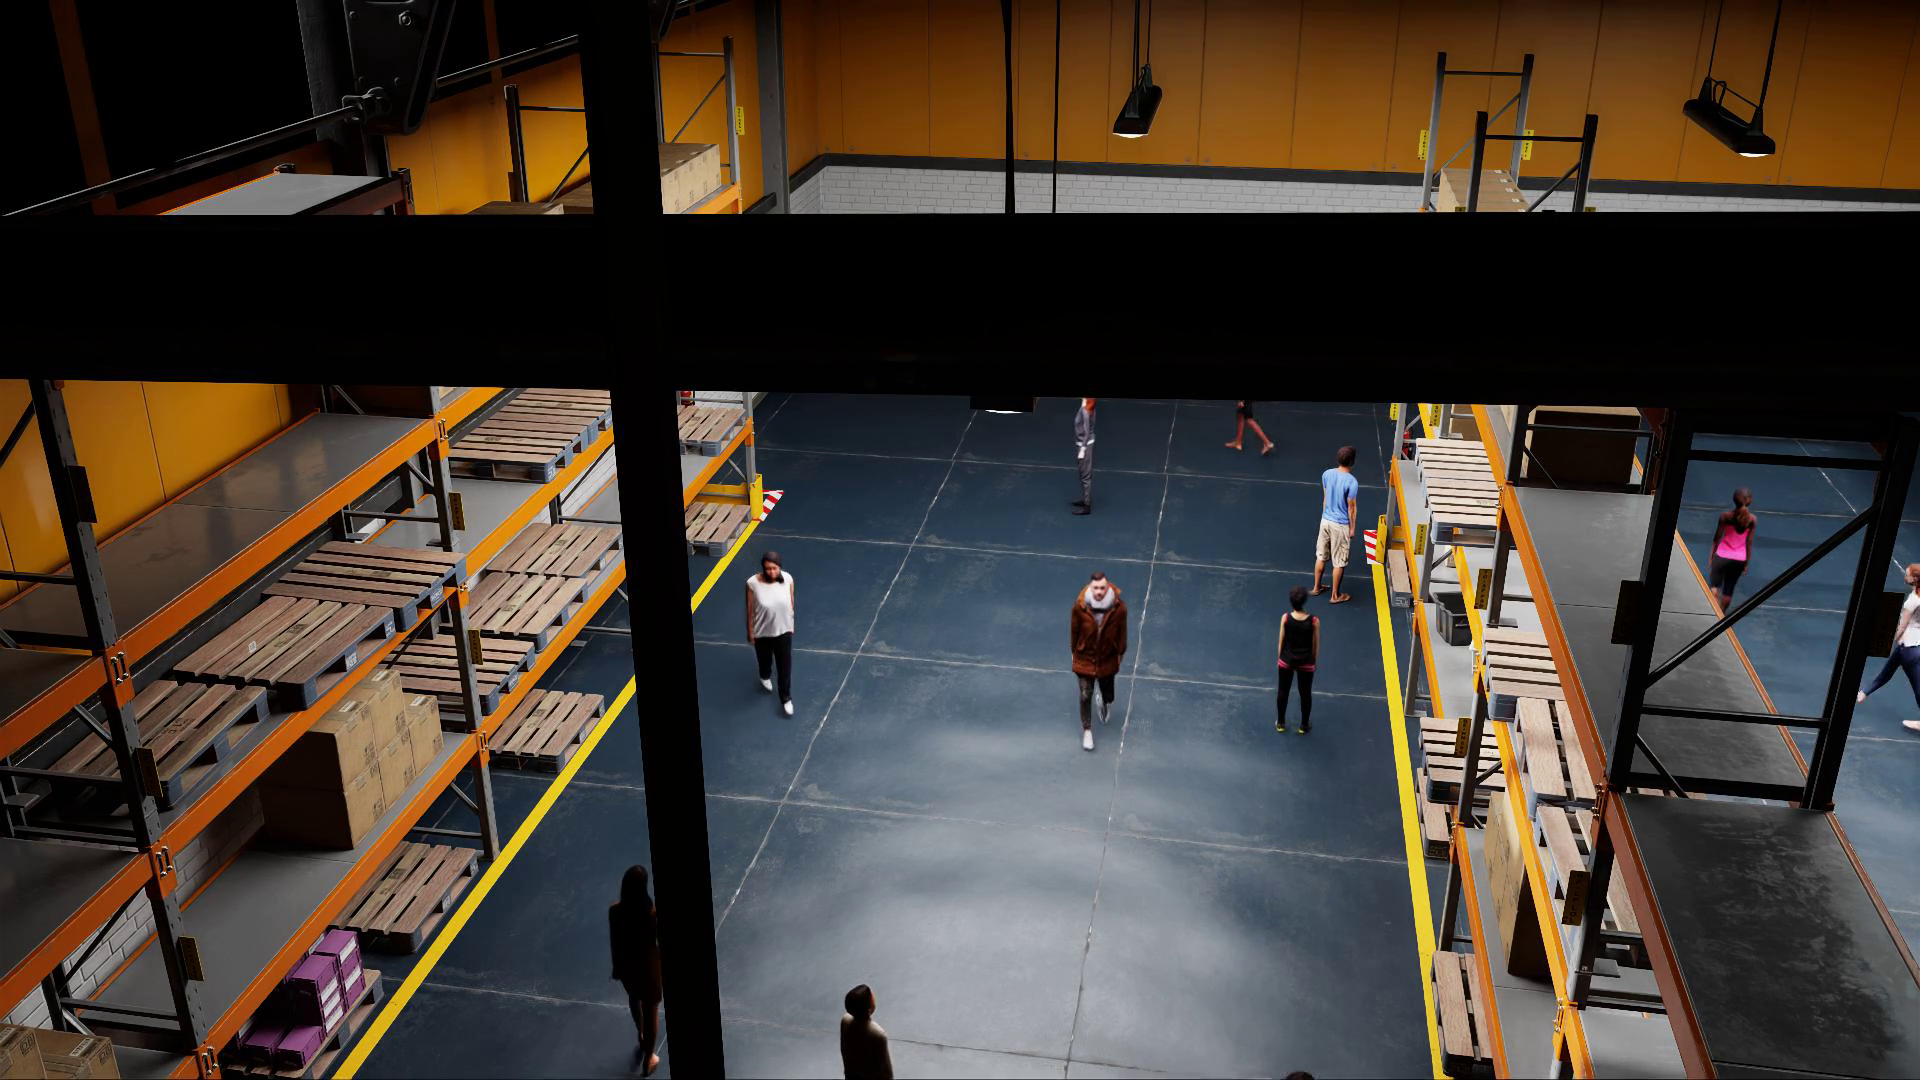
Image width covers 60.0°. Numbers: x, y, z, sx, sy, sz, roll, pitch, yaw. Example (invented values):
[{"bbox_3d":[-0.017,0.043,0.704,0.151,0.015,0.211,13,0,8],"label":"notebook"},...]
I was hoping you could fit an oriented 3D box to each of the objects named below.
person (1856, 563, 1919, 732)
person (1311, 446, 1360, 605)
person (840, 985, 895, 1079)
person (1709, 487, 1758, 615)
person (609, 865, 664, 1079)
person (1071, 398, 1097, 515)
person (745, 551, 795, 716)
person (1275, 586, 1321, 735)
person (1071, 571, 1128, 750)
[{"bbox_3d":[9.428,1.102,16.315,1.119,1.681,1.138,-17,29,-33],"label":"person"},{"bbox_3d":[4.313,-0.192,19.053,0.771,1.860,0.725,-18,29,-35],"label":"person"},{"bbox_3d":[-0.631,3.556,10.971,0.627,1.465,0.631,15,28,31],"label":"person"},{"bbox_3d":[8.436,0.261,18.203,0.653,1.710,0.925,9,25,19],"label":"person"},{"bbox_3d":[-2.279,3.095,11.769,0.609,1.672,0.656,2,24,4],"label":"person"},{"bbox_3d":[1.618,-1.200,21.460,0.643,1.779,0.440,3,24,8],"label":"person"},{"bbox_3d":[-1.917,0.869,16.880,0.967,1.657,1.184,-6,24,-14],"label":"person"},{"bbox_3d":[3.310,1.170,16.324,0.557,1.550,0.530,7,25,15],"label":"person"},{"bbox_3d":[1.316,1.110,16.116,0.784,1.826,0.927,0,24,1],"label":"person"}]
